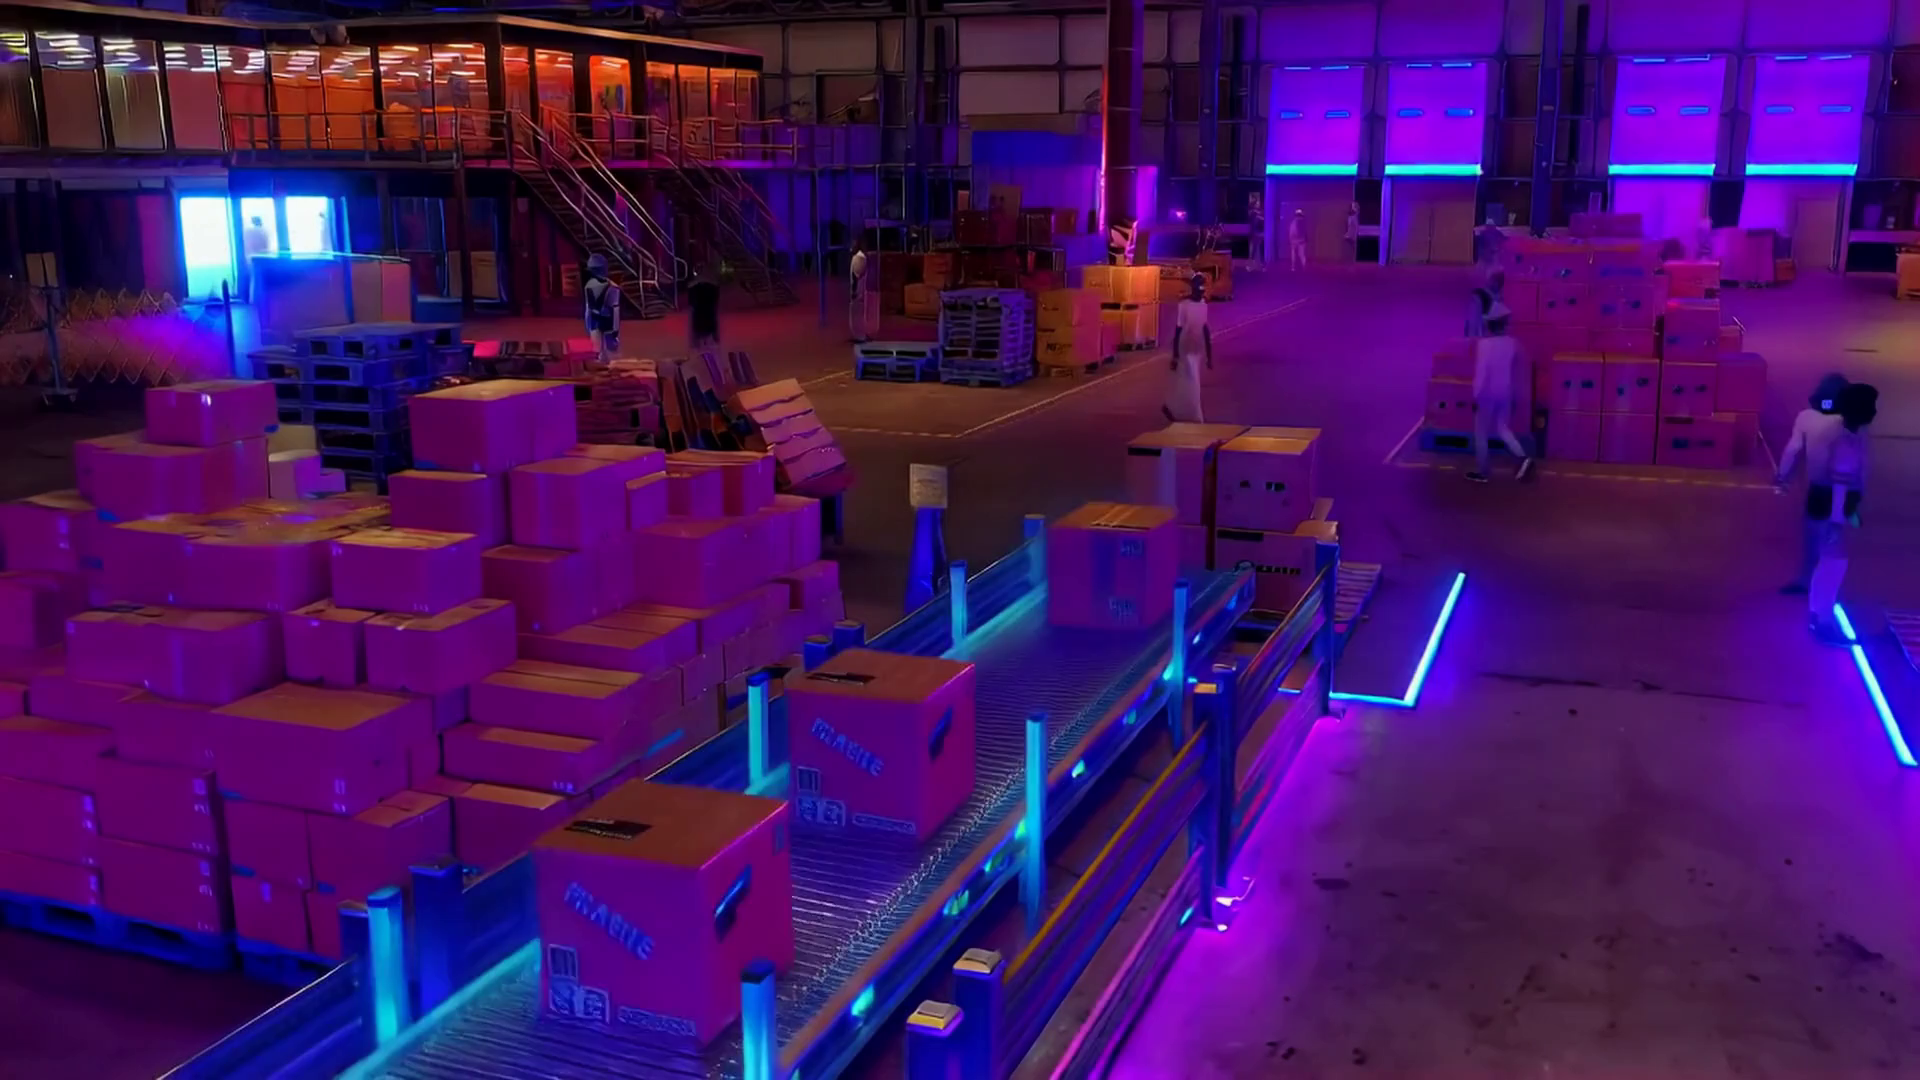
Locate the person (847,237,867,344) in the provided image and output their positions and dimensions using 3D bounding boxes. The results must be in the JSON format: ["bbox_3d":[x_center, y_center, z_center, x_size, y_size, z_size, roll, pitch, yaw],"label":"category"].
[{"bbox_3d":[-1.798,-4.333,28.964,0.341,1.846,0.511,2,13,10],"label":"person"}]

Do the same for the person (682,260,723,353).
[{"bbox_3d":[-3.358,-2.718,21.710,0.408,1.849,0.525,11,17,42],"label":"person"}]

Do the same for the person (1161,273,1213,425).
[{"bbox_3d":[2.677,-2.199,19.433,0.530,1.839,0.910,-9,16,-36],"label":"person"}]

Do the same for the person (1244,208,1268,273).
[{"bbox_3d":[8.761,-8.873,49.242,0.601,1.890,0.955,-7,14,-28],"label":"person"}]

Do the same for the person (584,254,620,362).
[{"bbox_3d":[-4.699,-2.774,21.799,0.541,1.928,0.398,5,14,23],"label":"person"}]

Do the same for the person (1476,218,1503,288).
[{"bbox_3d":[13.074,-7.038,41.132,0.640,1.830,0.609,0,13,-2],"label":"person"}]

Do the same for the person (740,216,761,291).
[{"bbox_3d":[-5.258,-7.169,41.662,0.590,1.862,0.818,4,13,16],"label":"person"}]

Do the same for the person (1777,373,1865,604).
[{"bbox_3d":[6.051,-0.365,11.681,0.351,1.622,0.556,-7,15,-30],"label":"person"}]

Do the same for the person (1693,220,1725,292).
[{"bbox_3d":[18.185,-6.879,40.499,0.659,1.794,0.946,-9,16,-36],"label":"person"}]

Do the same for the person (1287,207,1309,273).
[{"bbox_3d":[9.900,-8.762,48.668,0.611,1.922,0.469,-3,13,-13],"label":"person"}]

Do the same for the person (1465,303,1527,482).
[{"bbox_3d":[5.202,-1.398,16.029,0.528,1.753,0.550,-6,14,-24],"label":"person"}]

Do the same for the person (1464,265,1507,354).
[{"bbox_3d":[6.505,-2.459,20.564,0.620,1.844,1.020,-8,15,-31],"label":"person"}]

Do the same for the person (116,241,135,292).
[{"bbox_3d":[-17.702,-5.622,35.201,0.501,1.632,0.280,-2,13,-9],"label":"person"}]

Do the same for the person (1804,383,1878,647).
[{"bbox_3d":[5.610,-0.171,10.649,0.350,1.686,0.535,4,13,16],"label":"person"}]

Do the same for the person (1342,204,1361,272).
[{"bbox_3d":[11.727,-8.978,49.475,0.441,1.983,0.639,7,14,28],"label":"person"}]

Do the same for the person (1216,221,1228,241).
[{"bbox_3d":[6.463,-7.024,41.263,0.294,1.744,0.486,-4,13,-18],"label":"person"}]
